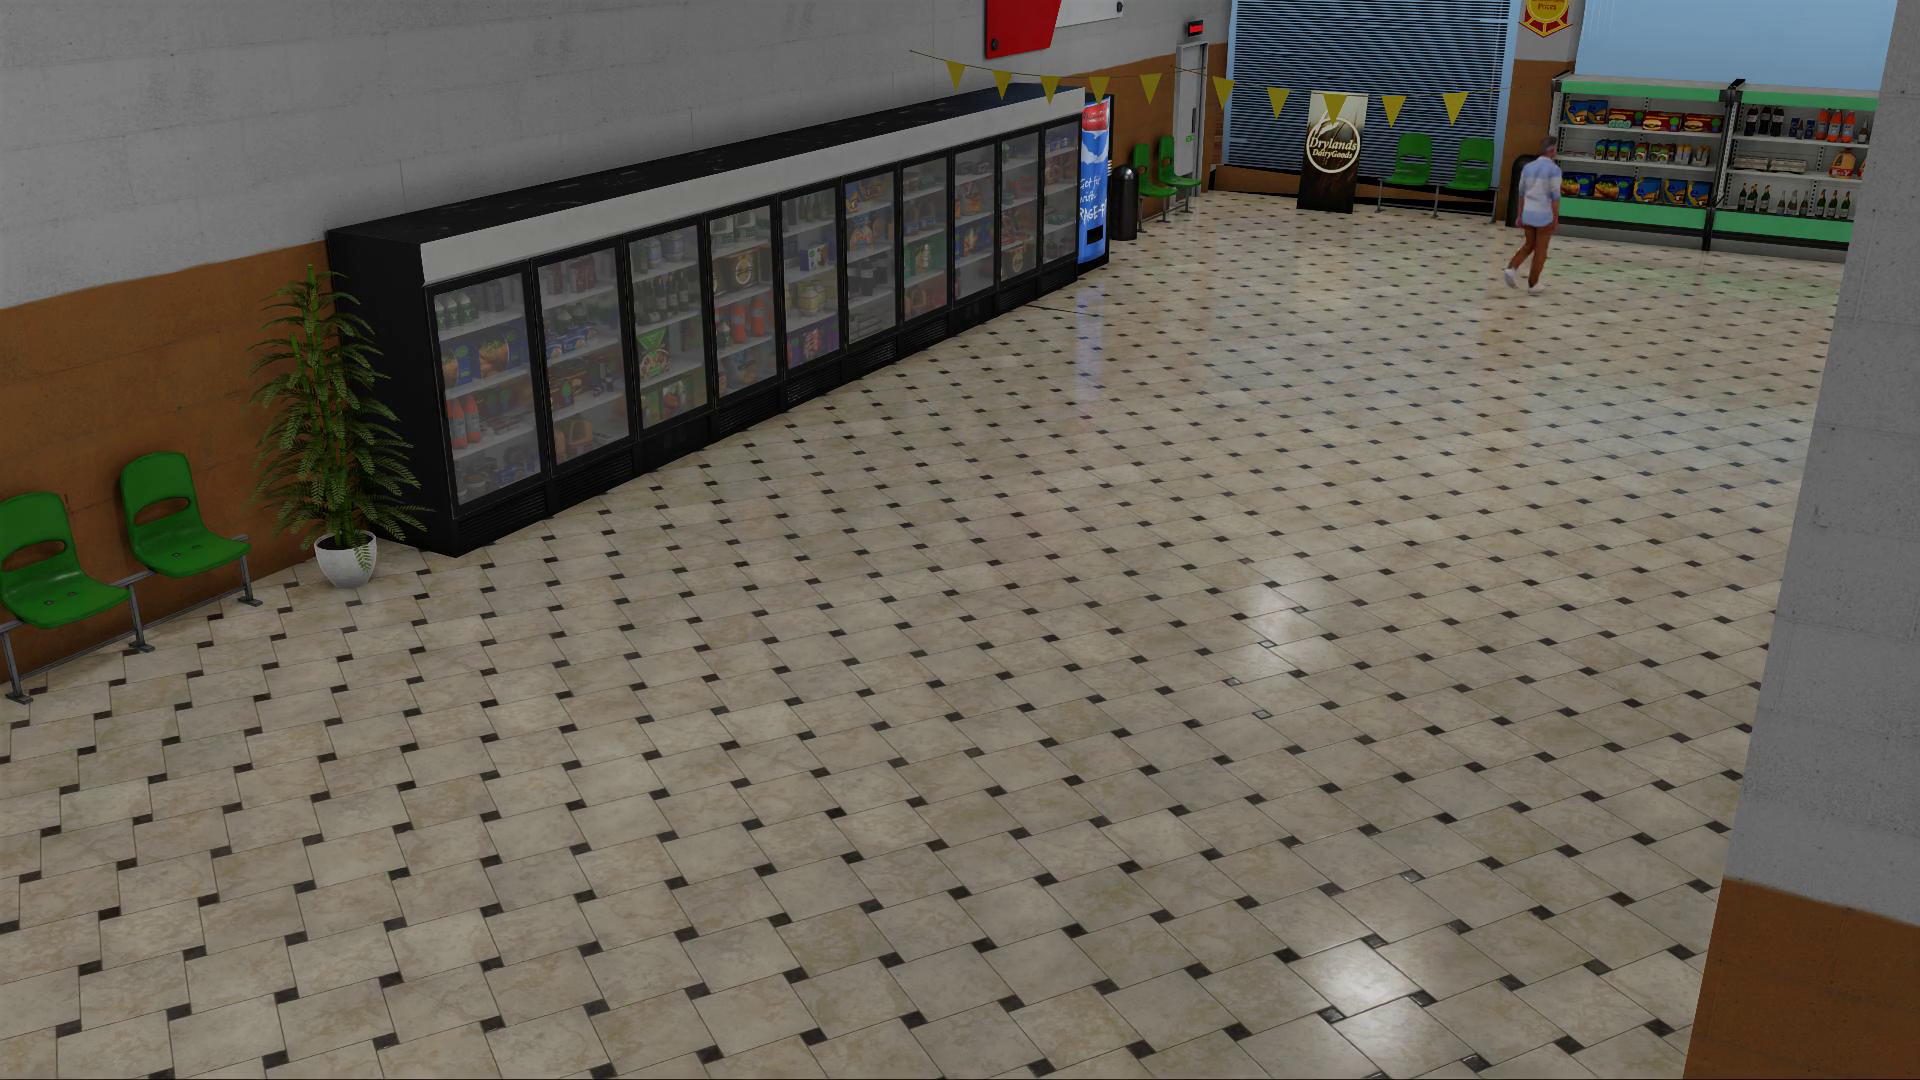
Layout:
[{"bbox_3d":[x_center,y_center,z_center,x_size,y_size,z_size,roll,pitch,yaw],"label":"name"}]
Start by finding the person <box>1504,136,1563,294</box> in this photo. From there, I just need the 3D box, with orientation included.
[{"bbox_3d":[6.682,-3.759,19.339,0.947,1.813,0.910,-13,25,-29],"label":"person"}]
